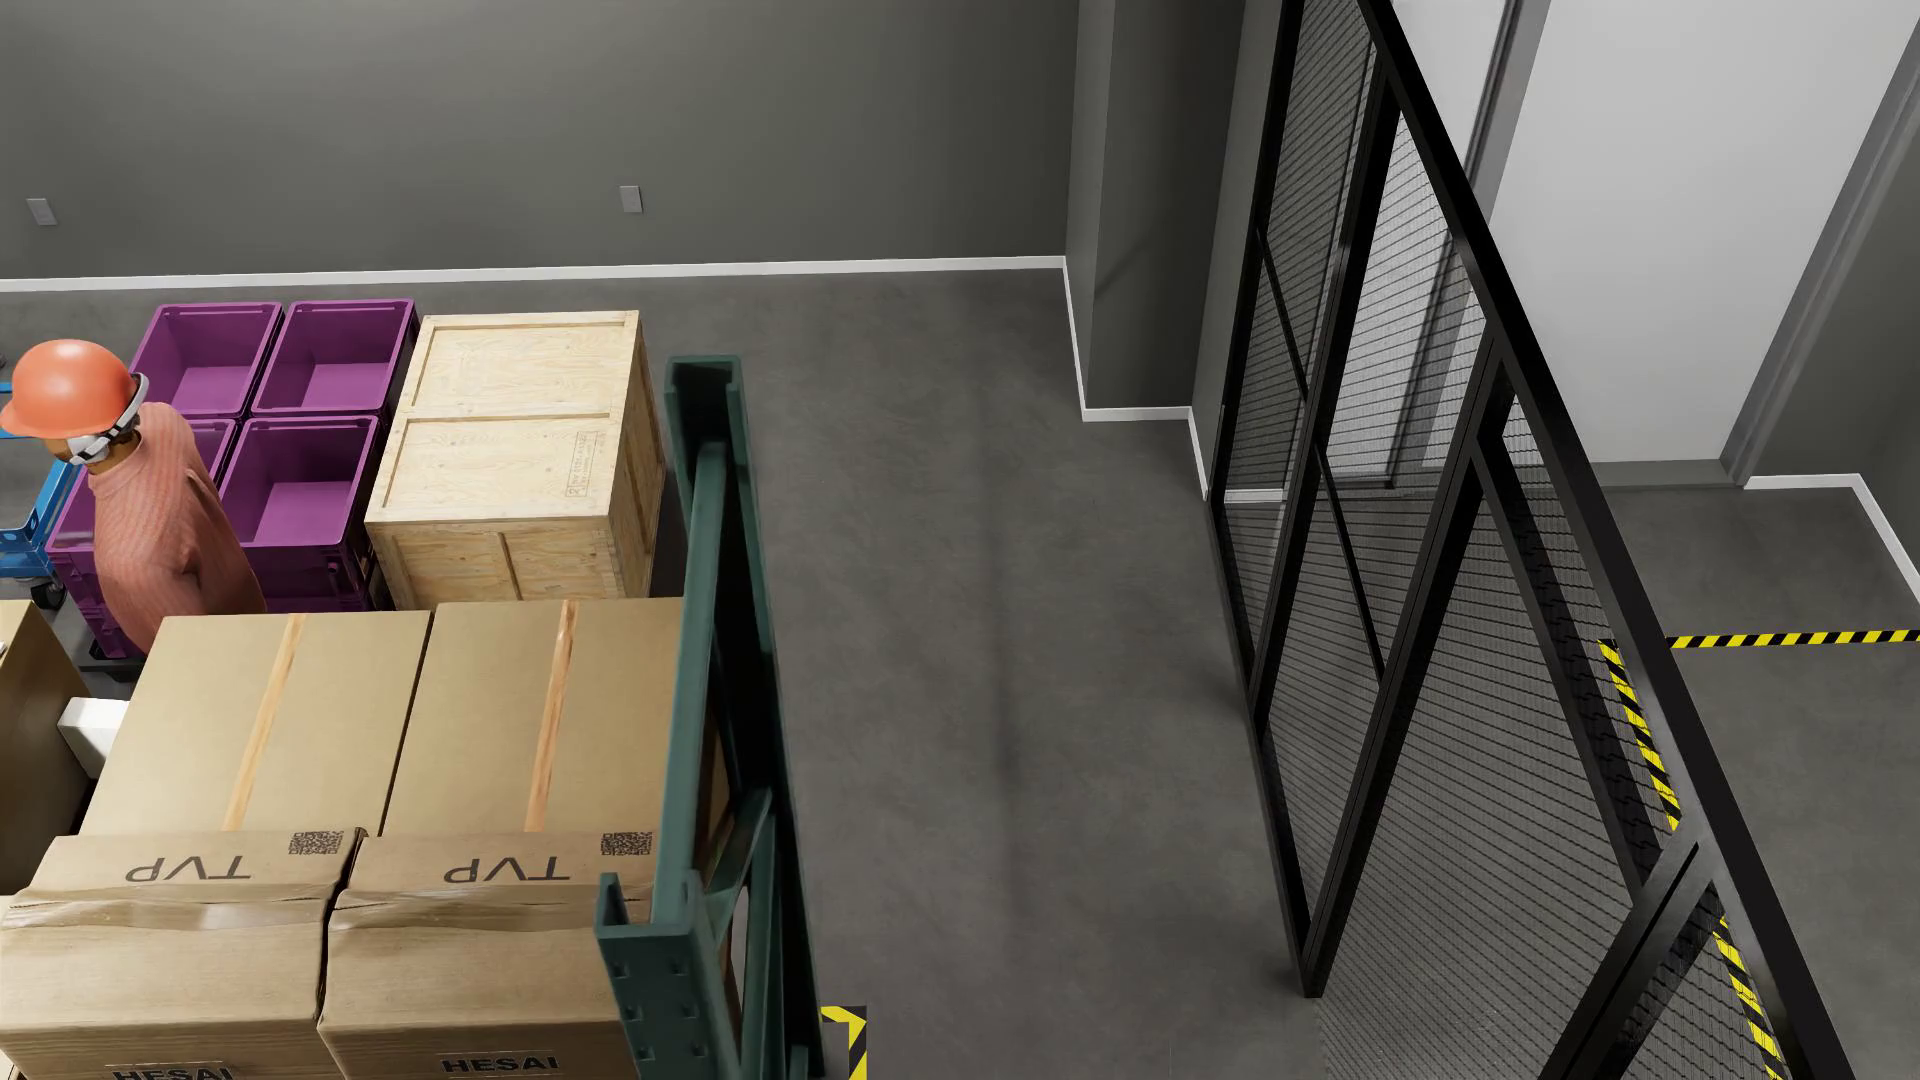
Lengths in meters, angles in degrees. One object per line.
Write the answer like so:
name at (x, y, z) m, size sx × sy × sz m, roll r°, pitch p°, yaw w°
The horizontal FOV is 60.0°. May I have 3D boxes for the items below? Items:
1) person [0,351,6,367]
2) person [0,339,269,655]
person at (-4.026, -1.270, 5.969) m, size 0.353 × 1.937 × 0.635 m, roll -3°, pitch 46°, yaw -3°
person at (-2.037, 0.253, 4.476) m, size 0.375 × 1.995 × 0.609 m, roll -12°, pitch 48°, yaw -11°
